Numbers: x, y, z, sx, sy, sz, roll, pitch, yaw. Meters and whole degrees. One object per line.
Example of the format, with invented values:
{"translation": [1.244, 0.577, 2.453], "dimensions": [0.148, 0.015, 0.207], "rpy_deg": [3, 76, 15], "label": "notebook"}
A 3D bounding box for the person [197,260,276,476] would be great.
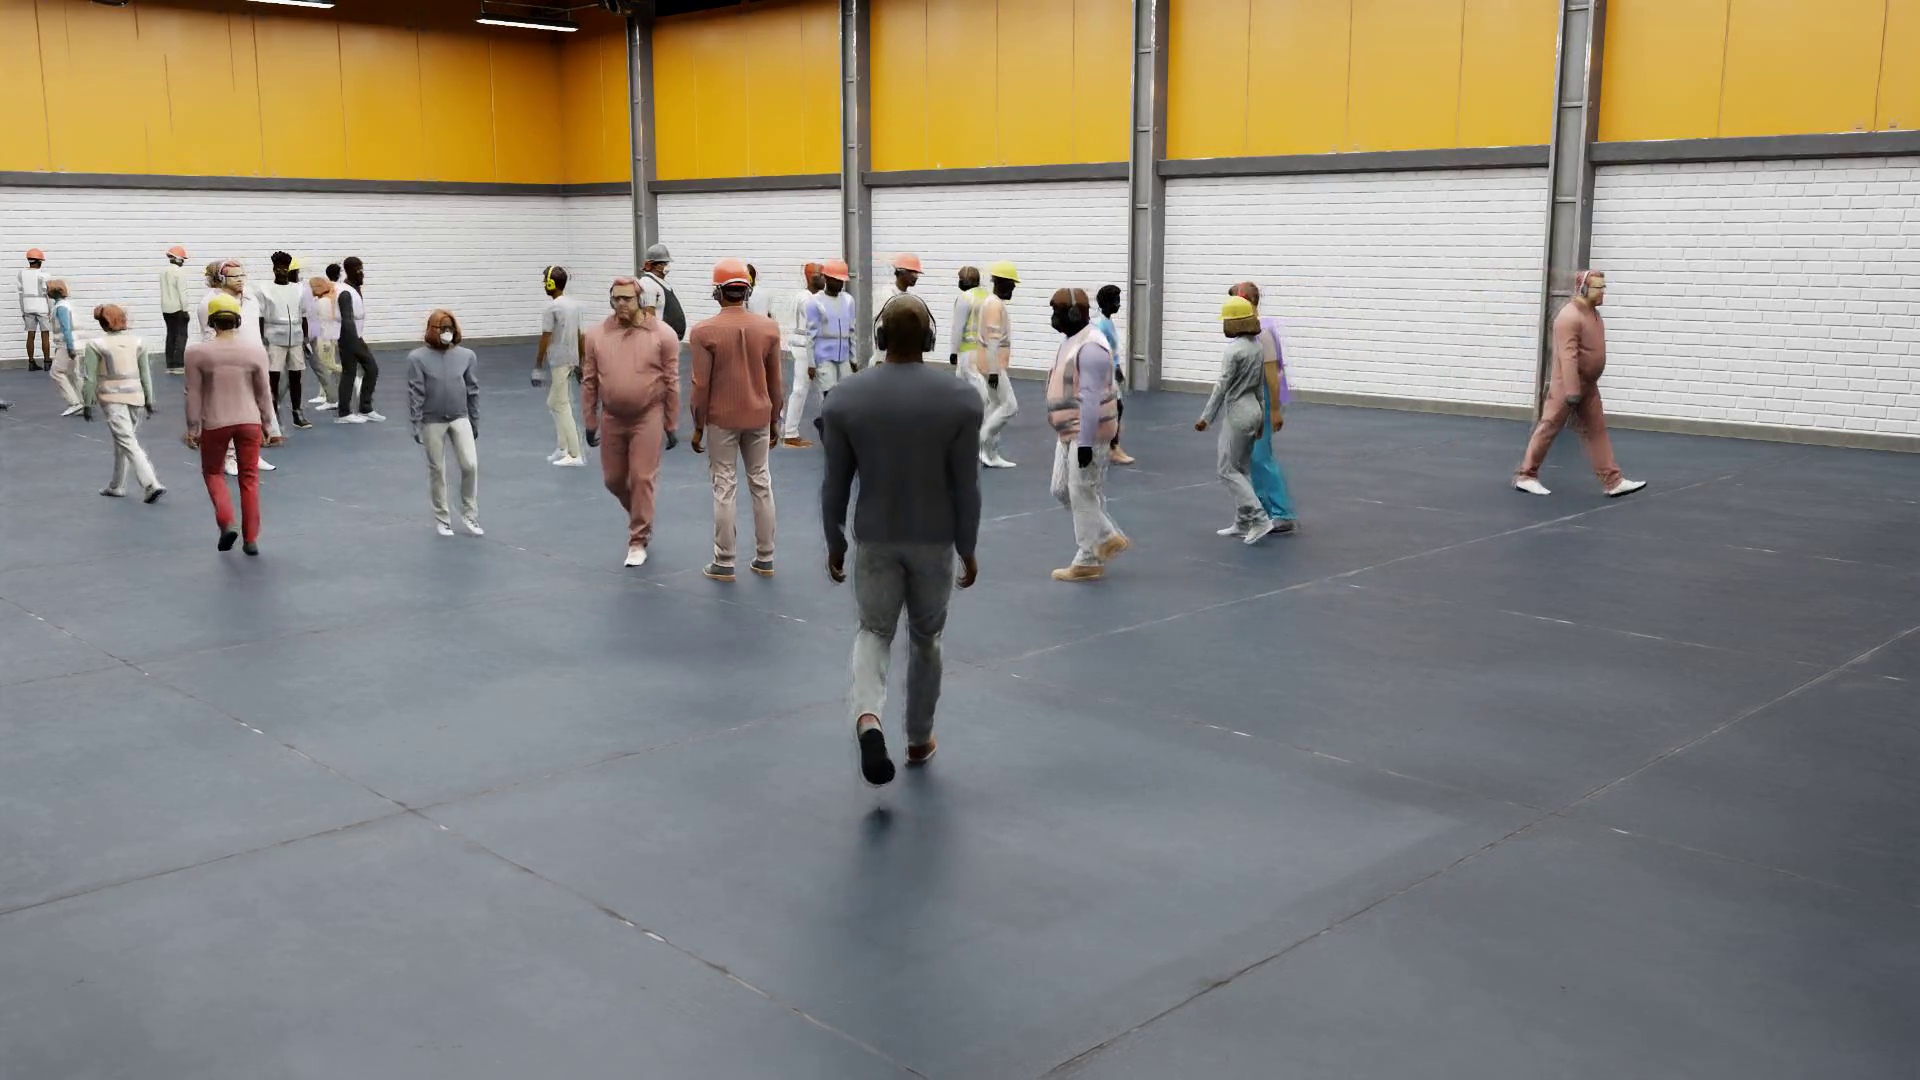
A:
{"translation": [-6.463, -1.540, 14.909], "dimensions": [0.409, 1.909, 0.643], "rpy_deg": [4, 11, 20], "label": "person"}

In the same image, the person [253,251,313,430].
{"translation": [-7.424, -2.185, 18.282], "dimensions": [0.378, 1.958, 0.600], "rpy_deg": [10, 14, 44], "label": "person"}

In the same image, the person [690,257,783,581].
{"translation": [-1.387, -0.741, 10.309], "dimensions": [0.608, 1.995, 0.377], "rpy_deg": [-6, 12, -31], "label": "person"}

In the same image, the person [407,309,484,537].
{"translation": [-3.609, -0.806, 11.716], "dimensions": [0.504, 1.618, 0.558], "rpy_deg": [-6, 12, -28], "label": "person"}

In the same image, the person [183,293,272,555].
{"translation": [-4.875, -0.765, 11.103], "dimensions": [0.555, 1.752, 0.388], "rpy_deg": [-6, 12, -30], "label": "person"}

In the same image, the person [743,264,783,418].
{"translation": [-2.391, -2.325, 19.493], "dimensions": [0.918, 1.809, 0.526], "rpy_deg": [7, 12, 32], "label": "person"}

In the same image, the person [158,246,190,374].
{"translation": [-12.135, -3.564, 25.782], "dimensions": [0.634, 1.970, 0.464], "rpy_deg": [6, 12, 30], "label": "person"}

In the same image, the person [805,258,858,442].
{"translation": [-1.260, -1.768, 16.126], "dimensions": [0.579, 1.911, 0.597], "rpy_deg": [-9, 13, -39], "label": "person"}

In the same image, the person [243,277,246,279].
{"translation": [-8.376, -2.265, 19.114], "dimensions": [0.436, 1.812, 0.593], "rpy_deg": [-4, 11, -21], "label": "person"}

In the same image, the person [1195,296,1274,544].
{"translation": [1.960, -0.823, 11.512], "dimensions": [0.535, 1.719, 0.500], "rpy_deg": [7, 12, 33], "label": "person"}

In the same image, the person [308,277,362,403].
{"translation": [-8.016, -2.561, 21.274], "dimensions": [0.650, 1.611, 0.520], "rpy_deg": [-3, 11, -15], "label": "person"}

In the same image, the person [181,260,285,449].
{"translation": [-7.282, -1.838, 16.611], "dimensions": [1.011, 1.890, 0.641], "rpy_deg": [1, 10, 8], "label": "person"}

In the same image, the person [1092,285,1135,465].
{"translation": [1.413, -1.537, 15.514], "dimensions": [0.663, 1.667, 0.541], "rpy_deg": [1, 10, 5], "label": "person"}

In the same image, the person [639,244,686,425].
{"translation": [-3.310, -2.262, 18.477], "dimensions": [0.535, 2.000, 0.684], "rpy_deg": [0, 10, 2], "label": "person"}

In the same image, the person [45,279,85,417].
{"translation": [-10.500, -2.242, 19.522], "dimensions": [0.434, 1.625, 0.511], "rpy_deg": [-4, 11, -22], "label": "person"}

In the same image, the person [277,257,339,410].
{"translation": [-8.085, -2.500, 20.255], "dimensions": [1.008, 1.868, 0.607], "rpy_deg": [-1, 10, -3], "label": "person"}

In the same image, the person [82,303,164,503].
{"translation": [-6.716, -1.096, 13.343], "dimensions": [0.881, 1.594, 0.521], "rpy_deg": [6, 12, 29], "label": "person"}

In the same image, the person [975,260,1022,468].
{"translation": [0.352, -1.589, 15.174], "dimensions": [0.421, 1.903, 0.612], "rpy_deg": [0, 10, 0], "label": "person"}

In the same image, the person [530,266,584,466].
{"translation": [-3.767, -1.594, 15.381], "dimensions": [0.621, 1.847, 0.532], "rpy_deg": [3, 11, 15], "label": "person"}

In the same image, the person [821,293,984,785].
{"translation": [-0.231, 0.010, 6.441], "dimensions": [0.636, 1.917, 0.772], "rpy_deg": [1, 10, 5], "label": "person"}

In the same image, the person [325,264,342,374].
{"translation": [-9.606, -3.393, 25.596], "dimensions": [0.533, 1.692, 0.319], "rpy_deg": [3, 11, 16], "label": "person"}

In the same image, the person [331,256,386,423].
{"translation": [-6.808, -2.253, 18.835], "dimensions": [0.664, 1.887, 0.626], "rpy_deg": [-2, 11, -9], "label": "person"}

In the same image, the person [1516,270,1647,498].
{"translation": [5.056, -1.257, 13.529], "dimensions": [1.020, 1.849, 0.666], "rpy_deg": [9, 14, 42], "label": "person"}

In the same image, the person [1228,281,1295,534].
{"translation": [2.159, -0.961, 12.029], "dimensions": [0.428, 1.801, 0.678], "rpy_deg": [-2, 10, -8], "label": "person"}

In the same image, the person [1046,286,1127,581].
{"translation": [0.764, -0.651, 10.291], "dimensions": [0.468, 1.822, 0.670], "rpy_deg": [-2, 11, -11], "label": "person"}

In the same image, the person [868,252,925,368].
{"translation": [-0.808, -1.900, 16.719], "dimensions": [1.092, 1.982, 0.656], "rpy_deg": [4, 11, 22], "label": "person"}

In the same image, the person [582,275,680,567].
{"translation": [-2.152, -0.803, 10.962], "dimensions": [0.646, 1.884, 0.732], "rpy_deg": [1, 10, 6], "label": "person"}

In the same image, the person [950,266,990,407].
{"translation": [0.147, -2.138, 18.472], "dimensions": [0.956, 1.801, 0.640], "rpy_deg": [5, 12, 26], "label": "person"}

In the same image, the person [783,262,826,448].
{"translation": [-1.378, -1.832, 16.637], "dimensions": [0.894, 1.847, 0.659], "rpy_deg": [0, 10, 2], "label": "person"}

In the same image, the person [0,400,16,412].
{"translation": [-11.906, -2.364, 19.755], "dimensions": [0.964, 1.786, 0.601], "rpy_deg": [-5, 12, -27], "label": "person"}

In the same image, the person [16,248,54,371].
{"translation": [-14.513, -3.621, 26.201], "dimensions": [0.542, 1.929, 0.383], "rpy_deg": [0, 10, 2], "label": "person"}
